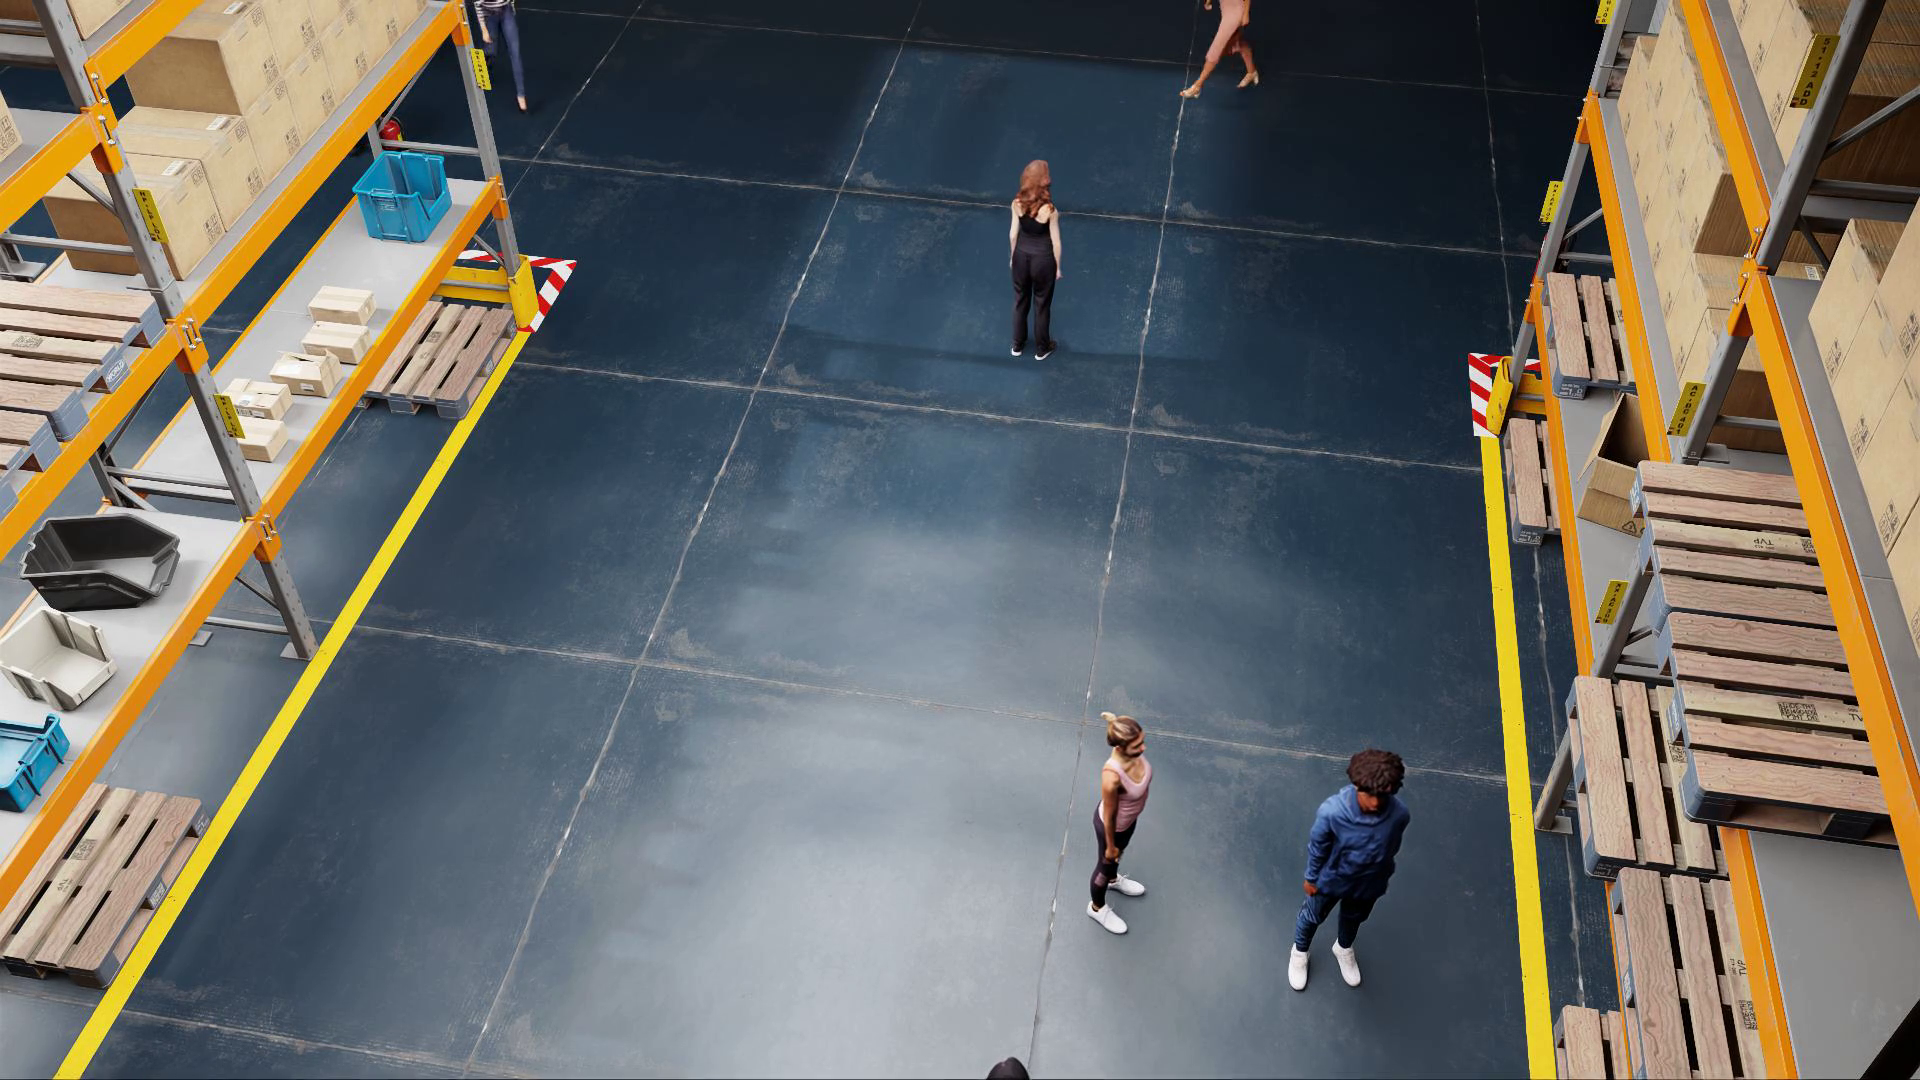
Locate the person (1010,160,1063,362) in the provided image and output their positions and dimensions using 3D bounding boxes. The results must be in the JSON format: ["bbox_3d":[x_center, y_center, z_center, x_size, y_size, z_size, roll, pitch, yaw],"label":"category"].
[{"bbox_3d":[0.573,-2.186,13.057,0.629,1.745,0.590,16,46,16],"label":"person"}]

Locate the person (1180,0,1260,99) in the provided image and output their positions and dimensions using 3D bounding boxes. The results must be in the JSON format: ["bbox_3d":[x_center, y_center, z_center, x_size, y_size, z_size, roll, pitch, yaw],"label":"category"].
[{"bbox_3d":[2.724,-5.141,16.135,1.060,1.779,1.145,-15,46,-15],"label":"person"}]

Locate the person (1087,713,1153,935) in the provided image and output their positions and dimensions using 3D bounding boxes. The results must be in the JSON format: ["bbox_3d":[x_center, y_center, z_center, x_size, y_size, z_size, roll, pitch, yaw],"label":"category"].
[{"bbox_3d":[0.872,1.532,9.230,0.685,1.642,0.556,18,46,18],"label":"person"}]

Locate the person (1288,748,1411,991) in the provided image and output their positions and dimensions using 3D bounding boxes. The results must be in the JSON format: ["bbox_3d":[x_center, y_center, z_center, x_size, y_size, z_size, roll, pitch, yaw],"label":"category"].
[{"bbox_3d":[2.075,1.755,8.873,0.728,1.811,0.667,-3,44,-3],"label":"person"}]

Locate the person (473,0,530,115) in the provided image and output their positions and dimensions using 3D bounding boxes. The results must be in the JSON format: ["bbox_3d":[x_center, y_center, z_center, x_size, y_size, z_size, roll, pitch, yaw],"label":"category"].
[{"bbox_3d":[-4.502,-5.008,16.007,1.069,1.762,1.109,-28,50,-26],"label":"person"}]
